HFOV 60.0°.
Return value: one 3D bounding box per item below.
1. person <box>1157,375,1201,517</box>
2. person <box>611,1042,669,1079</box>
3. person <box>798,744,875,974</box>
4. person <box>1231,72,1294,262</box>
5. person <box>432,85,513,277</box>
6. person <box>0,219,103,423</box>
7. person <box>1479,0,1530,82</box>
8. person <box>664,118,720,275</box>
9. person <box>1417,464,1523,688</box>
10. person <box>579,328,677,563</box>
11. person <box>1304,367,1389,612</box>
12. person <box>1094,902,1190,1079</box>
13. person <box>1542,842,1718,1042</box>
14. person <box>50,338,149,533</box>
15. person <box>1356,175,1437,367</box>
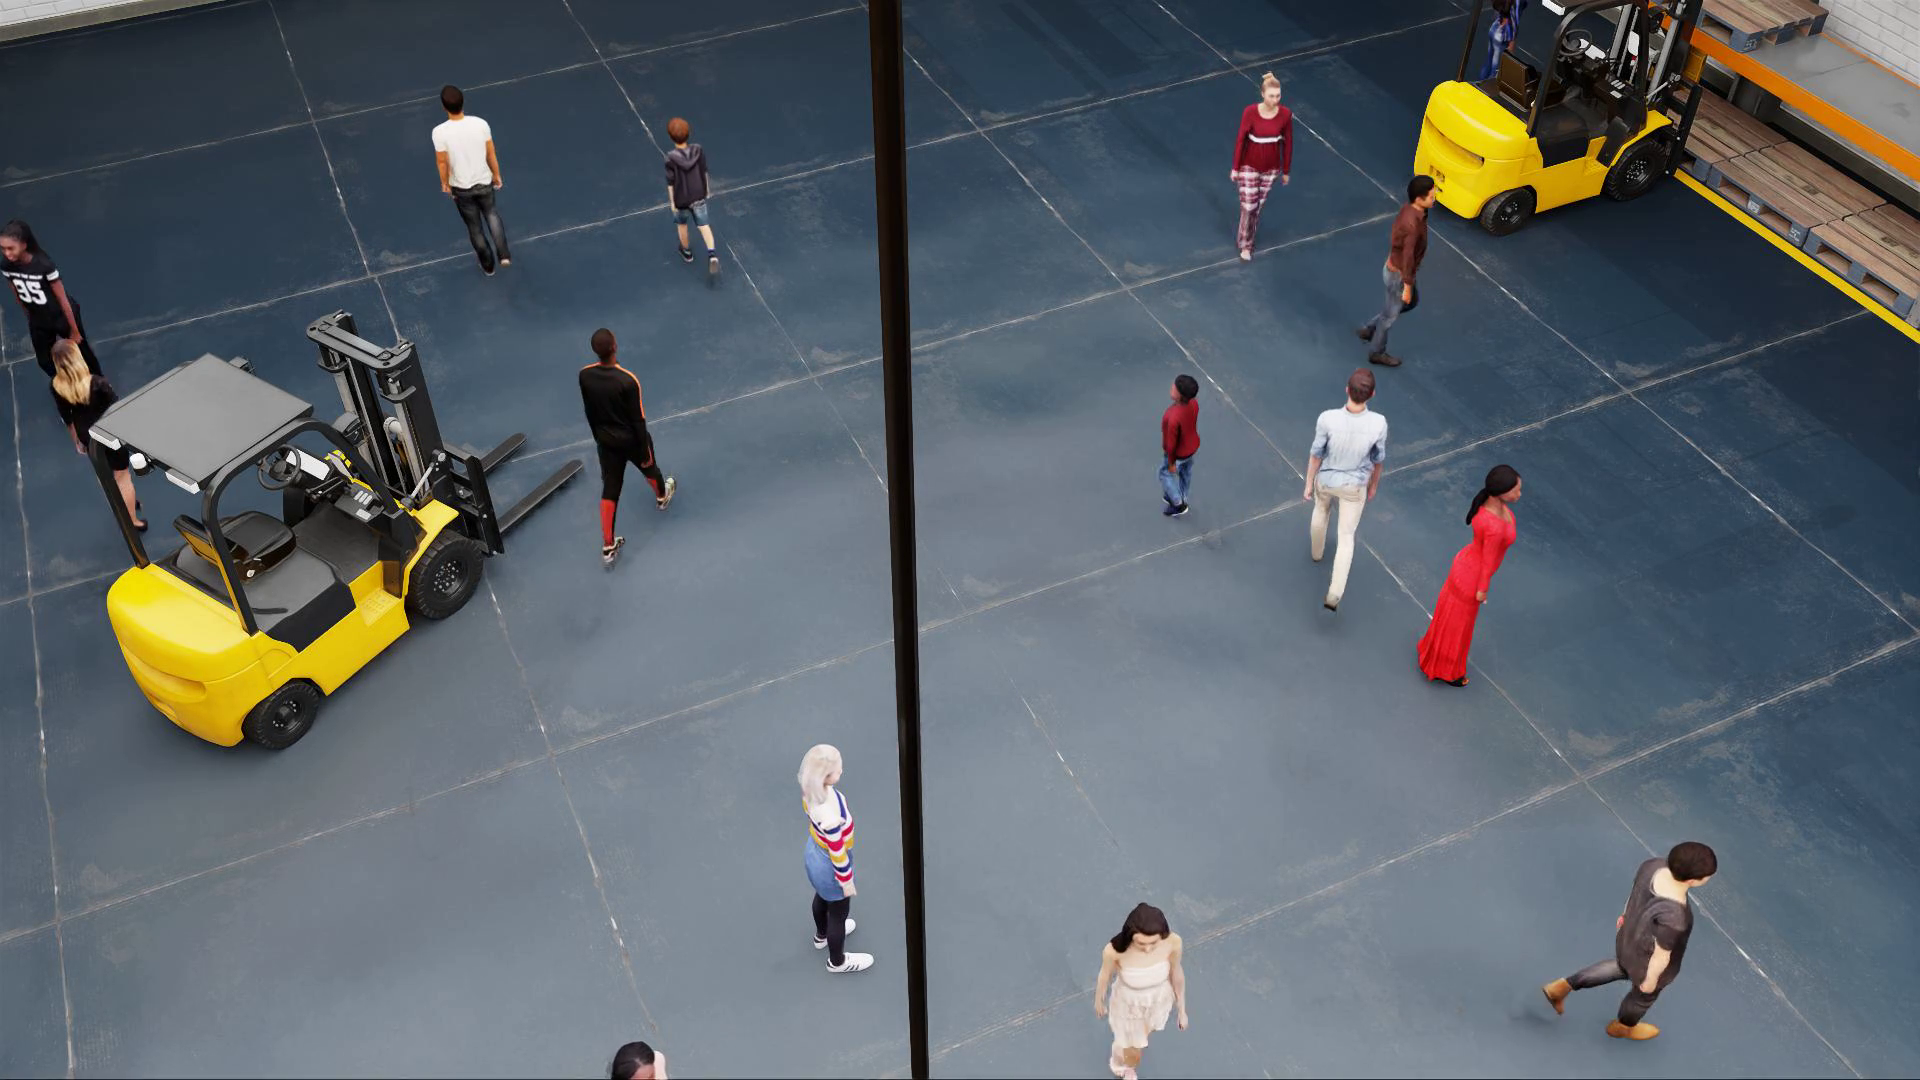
[{"bbox_3d":[1.656,-0.654,12.088,0.635,1.245,0.598,33,53,30],"label":"person"},{"bbox_3d":[-1.487,2.910,8.001,0.747,1.720,0.687,14,45,14],"label":"person"},{"bbox_3d":[-0.725,1.752,9.152,0.715,1.810,0.453,-16,46,-17],"label":"person"},{"bbox_3d":[2.603,-3.309,14.558,0.765,1.681,0.820,-4,44,-4],"label":"person"},{"bbox_3d":[-4.136,-3.004,14.163,0.682,1.795,0.728,-24,49,-23],"label":"person"},{"bbox_3d":[-6.978,-1.755,12.903,0.766,1.714,0.817,1,44,1],"label":"person"},{"bbox_3d":[5.319,-4.928,16.303,0.753,1.618,0.622,-1,44,-1],"label":"person"},{"bbox_3d":[-2.323,-2.948,14.360,0.564,1.431,0.891,-21,47,-20],"label":"person"},{"bbox_3d":[3.321,0.219,10.785,0.808,1.787,0.725,7,44,7],"label":"person"},{"bbox_3d":[-2.436,-0.635,11.698,1.130,1.755,1.266,10,45,10],"label":"person"},{"bbox_3d":[2.593,-0.329,11.331,1.104,1.818,1.248,9,44,9],"label":"person"},{"bbox_3d":[0.899,2.317,8.621,0.639,1.725,0.643,-11,45,-11],"label":"person"},{"bbox_3d":[3.577,2.144,8.819,0.932,1.702,0.962,2,44,2],"label":"person"},{"bbox_3d":[-6.101,-0.658,11.792,0.698,1.659,0.758,3,44,3],"label":"person"},{"bbox_3d":[3.429,-2.141,13.267,0.862,1.771,0.801,14,45,14],"label":"person"}]
